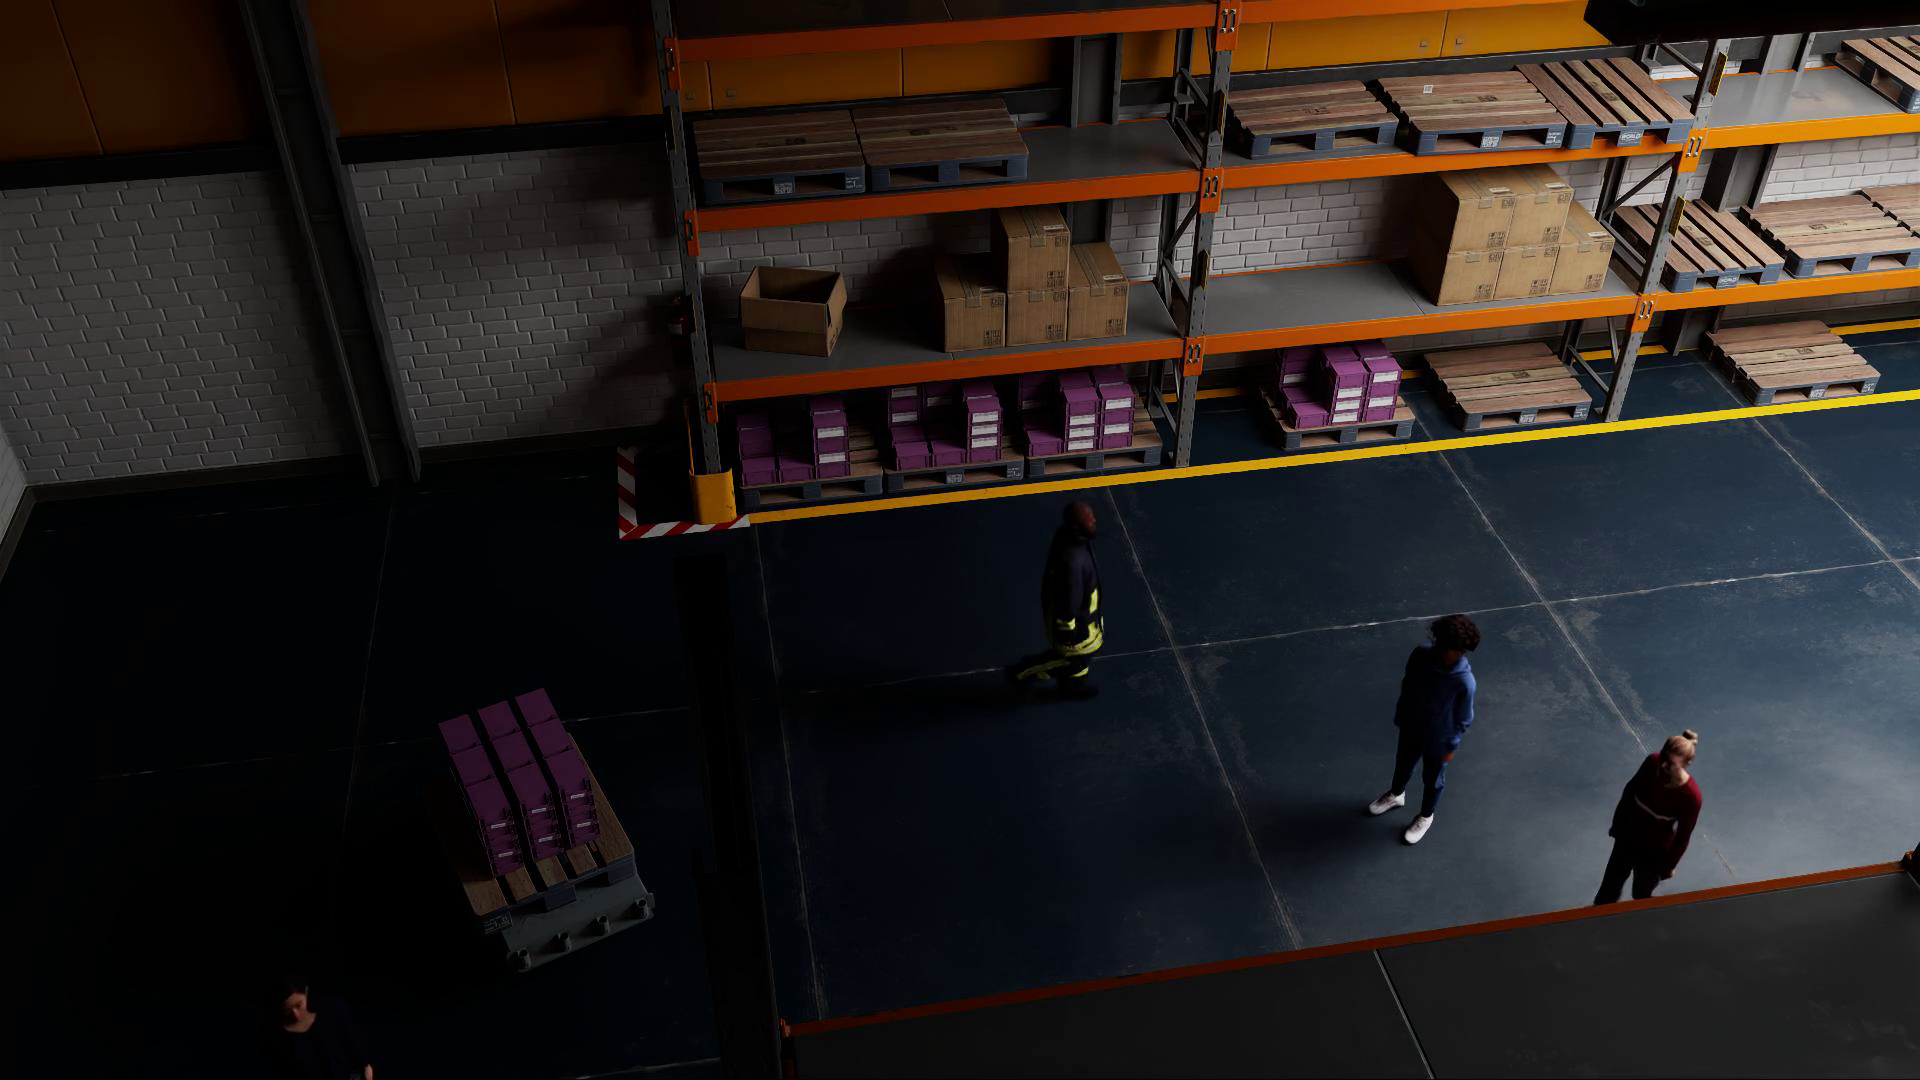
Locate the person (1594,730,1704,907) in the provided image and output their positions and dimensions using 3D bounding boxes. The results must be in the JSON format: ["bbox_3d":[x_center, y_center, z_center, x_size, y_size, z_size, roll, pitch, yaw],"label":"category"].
[{"bbox_3d":[4.161,1.787,10.026,0.708,1.706,0.707,-19,42,-22],"label":"person"}]

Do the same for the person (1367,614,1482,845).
[{"bbox_3d":[3.024,1.184,10.697,0.733,1.811,0.756,-24,44,-27],"label":"person"}]

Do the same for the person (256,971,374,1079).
[{"bbox_3d":[-3.362,2.781,8.773,0.923,1.717,0.865,-20,43,-24],"label":"person"}]

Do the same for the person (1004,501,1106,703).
[{"bbox_3d":[0.688,0.461,11.605,1.029,1.807,0.870,2,39,2],"label":"person"}]
